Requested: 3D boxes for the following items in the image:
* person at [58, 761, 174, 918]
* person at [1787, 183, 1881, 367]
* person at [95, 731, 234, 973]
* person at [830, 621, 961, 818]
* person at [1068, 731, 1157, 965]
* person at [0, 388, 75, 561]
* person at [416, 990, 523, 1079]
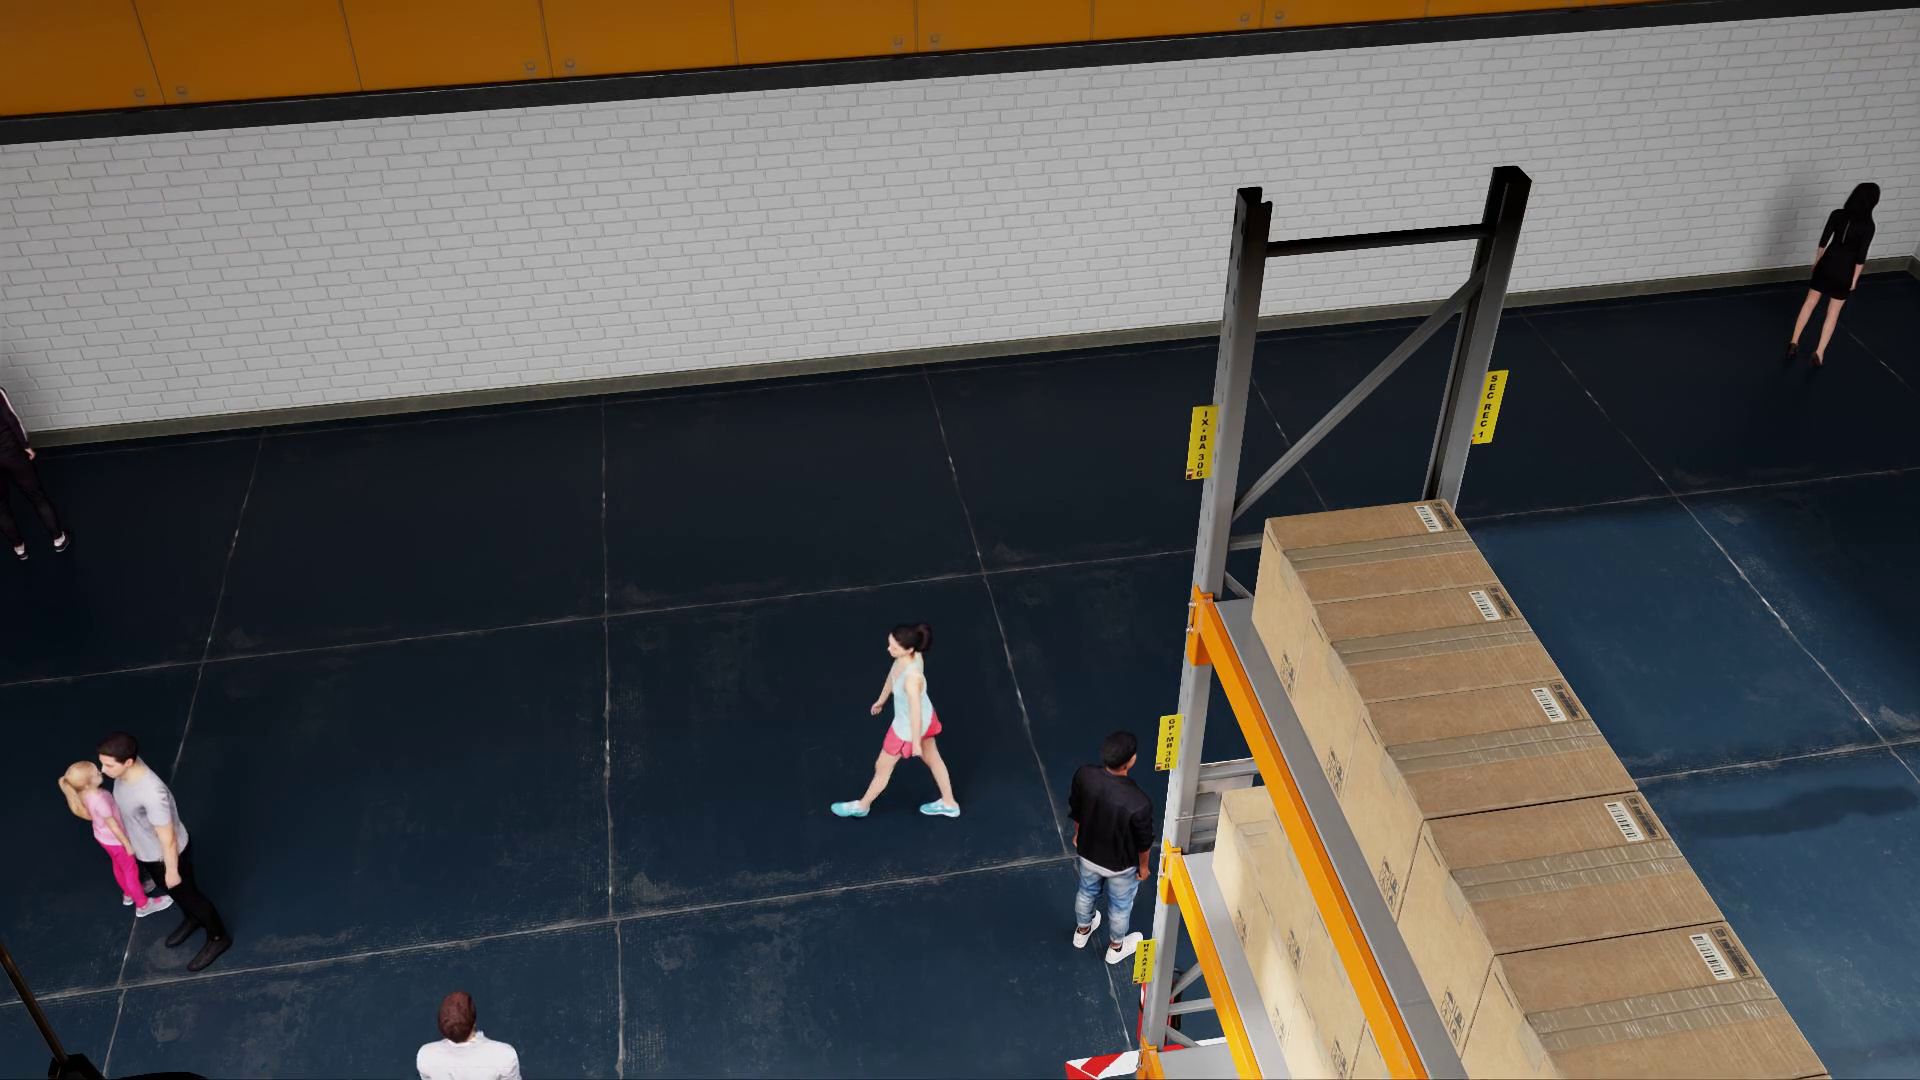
[{"bbox_3d":[-5.284,1.844,10.373,0.573,1.271,0.642,29,47,31],"label":"person"},{"bbox_3d":[8.047,-2.443,15.314,0.709,1.804,0.572,-23,44,-26],"label":"person"},{"bbox_3d":[-4.731,1.814,9.938,0.828,1.859,0.722,-31,48,-33],"label":"person"},{"bbox_3d":[-0.226,1.208,10.807,0.802,1.721,1.083,1,39,1],"label":"person"},{"bbox_3d":[0.890,1.833,9.954,0.774,1.811,0.839,25,45,27],"label":"person"},{"bbox_3d":[-7.530,-0.640,13.032,0.704,1.834,0.619,-12,40,-14],"label":"person"},{"bbox_3d":[-2.439,3.027,8.465,0.790,1.804,1.205,-2,39,-2],"label":"person"}]
